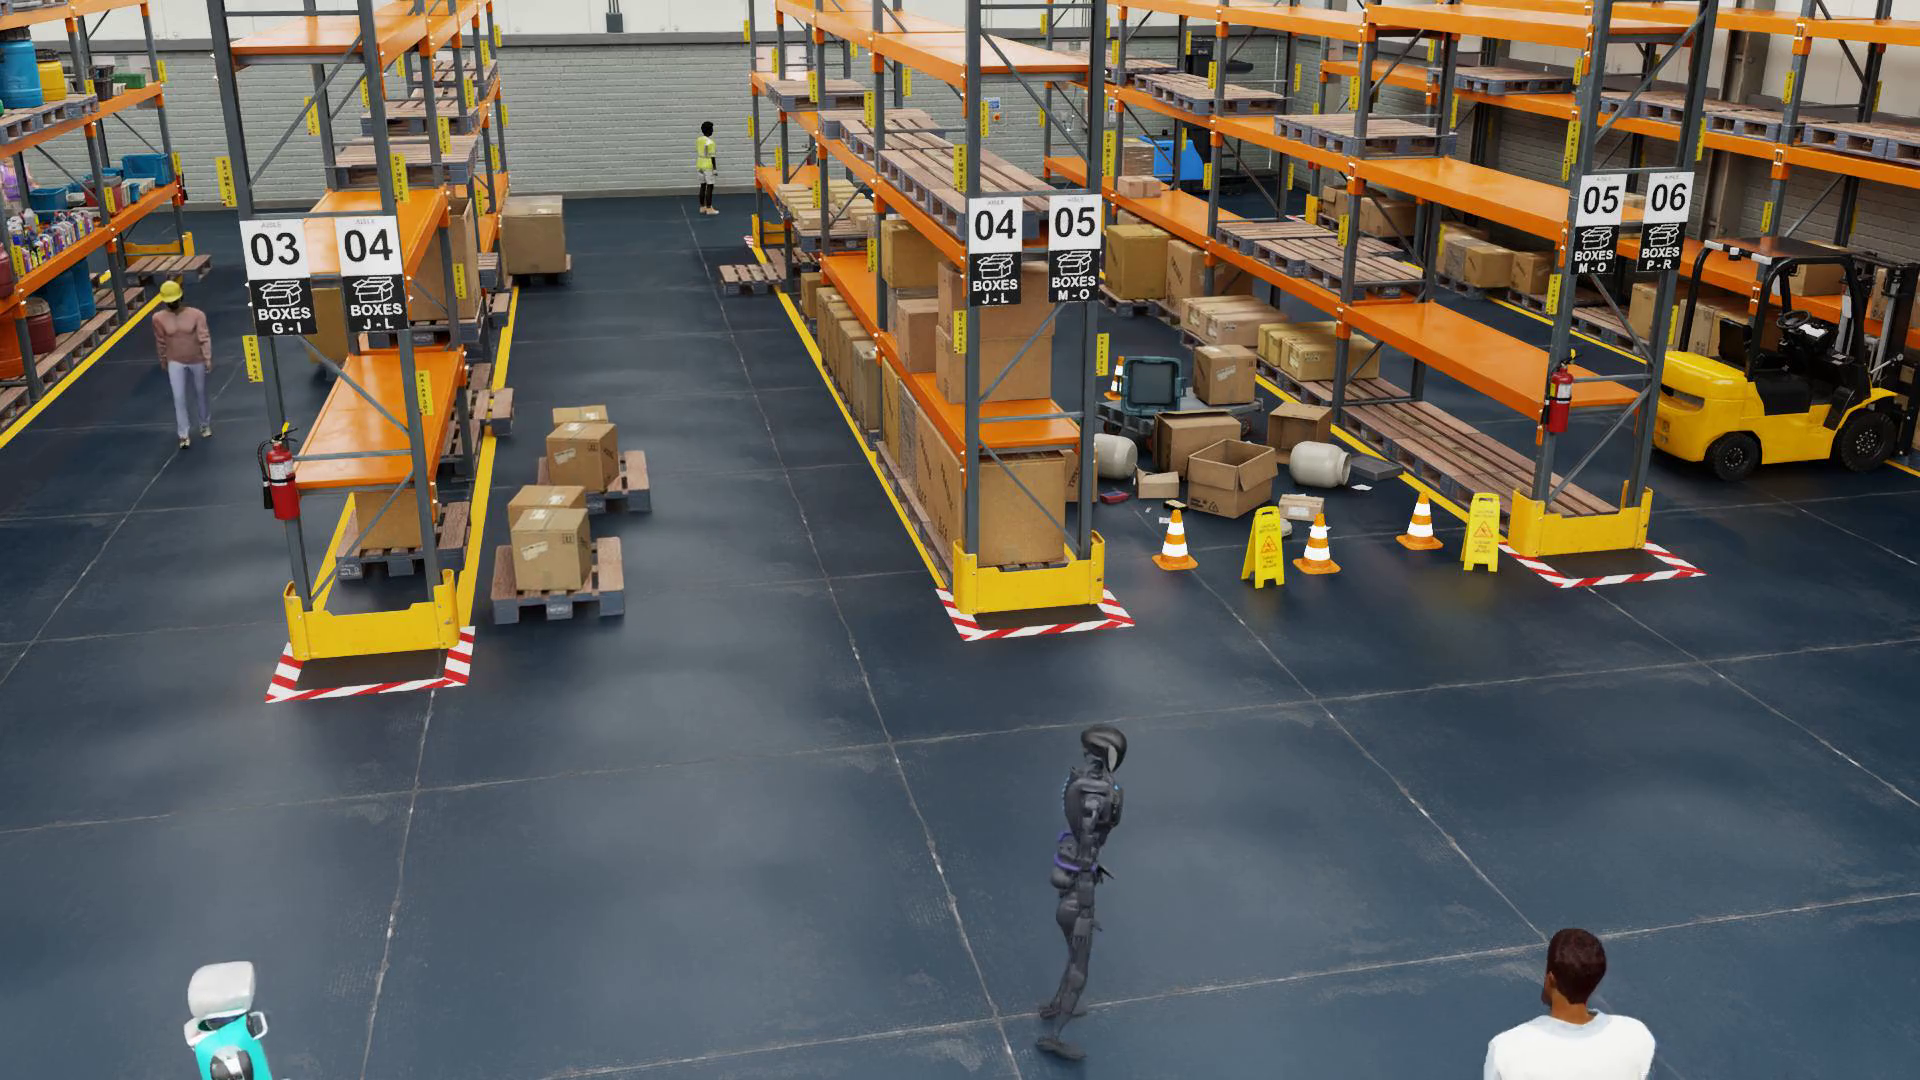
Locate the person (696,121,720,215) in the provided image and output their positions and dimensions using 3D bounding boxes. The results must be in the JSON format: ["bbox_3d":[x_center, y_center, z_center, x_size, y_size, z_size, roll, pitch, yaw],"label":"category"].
[{"bbox_3d":[-4.646,-6.832,30.565,0.321,1.688,0.537,-17,26,-38],"label":"person"}]

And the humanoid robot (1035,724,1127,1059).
[{"bbox_3d":[0.570,1.616,7.850,0.389,1.638,0.634,3,21,7],"label":"humanoid robot"}]

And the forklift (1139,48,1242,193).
[{"bbox_3d":[4.566,-8.313,32.860,1.873,2.768,1.129,-4,21,-12],"label":"forklift"}]

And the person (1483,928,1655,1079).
[{"bbox_3d":[2.045,2.230,5.856,0.692,1.899,0.463,-3,21,-9],"label":"person"}]

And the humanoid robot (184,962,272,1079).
[{"bbox_3d":[-2.243,2.257,6.094,1.020,1.775,0.530,-11,23,-28],"label":"humanoid robot"}]

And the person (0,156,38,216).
[{"bbox_3d":[-15.332,-5.558,27.178,0.561,1.658,0.377,-3,21,-9],"label":"person"}]

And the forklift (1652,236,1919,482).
[{"bbox_3d":[8.013,-1.814,16.330,2.313,2.155,1.214,-4,21,-12],"label":"forklift"}]

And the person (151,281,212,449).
[{"bbox_3d":[-7.888,-1.797,16.966,0.528,1.708,0.939,-8,22,-21],"label":"person"}]

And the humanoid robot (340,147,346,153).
[{"bbox_3d":[-9.870,-5.617,27.321,0.557,1.631,0.590,3,21,9],"label":"humanoid robot"}]
